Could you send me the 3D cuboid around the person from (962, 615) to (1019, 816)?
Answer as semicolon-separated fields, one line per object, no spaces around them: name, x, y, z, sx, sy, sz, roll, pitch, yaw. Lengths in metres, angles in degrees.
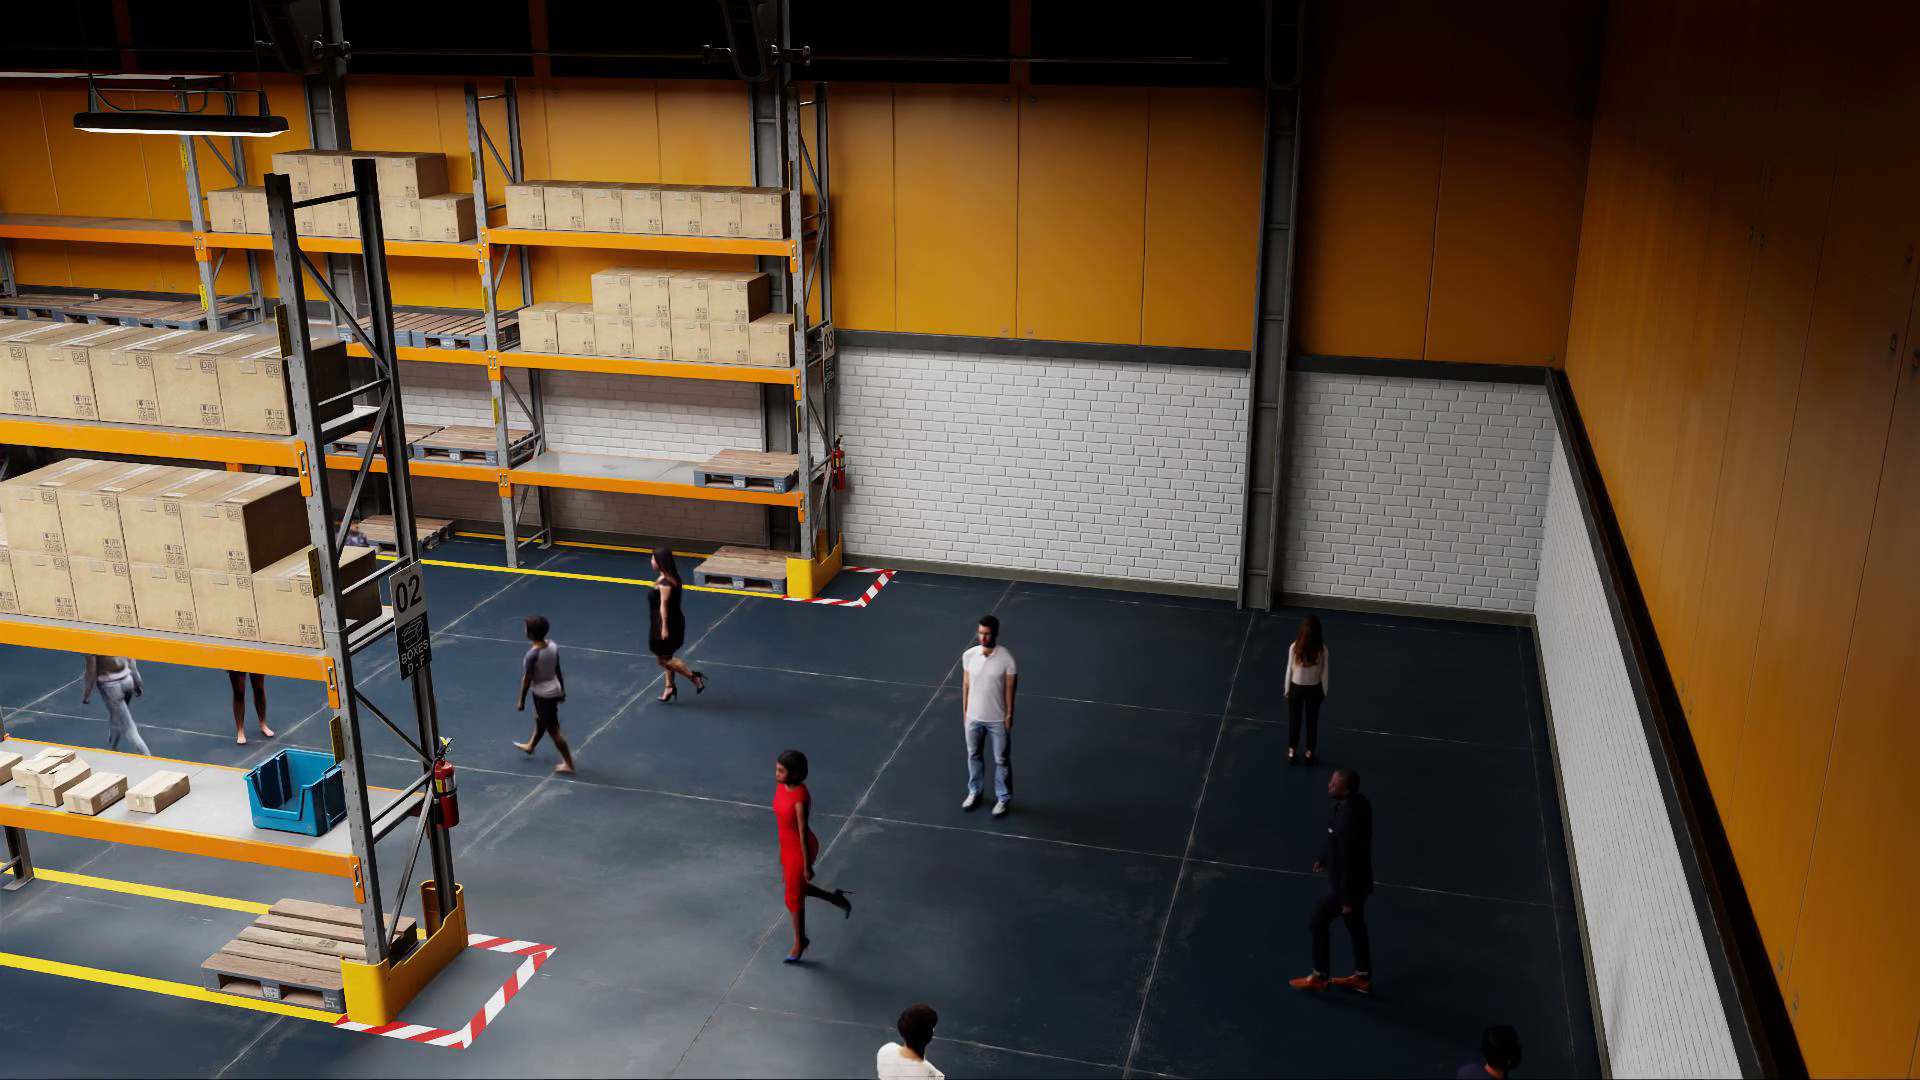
person;0.257;1.537;14.815;0.564;1.861;0.771;9;21;25

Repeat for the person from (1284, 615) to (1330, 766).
person;3.269;1.422;15.751;0.427;1.481;0.622;3;19;9

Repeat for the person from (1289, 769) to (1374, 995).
person;2.894;2.506;12.039;0.867;1.797;0.792;10;21;27

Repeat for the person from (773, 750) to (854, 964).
person;-1.155;2.360;12.575;0.956;1.731;0.906;-12;22;-32

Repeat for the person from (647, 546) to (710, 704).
person;-2.897;0.897;16.965;0.890;1.702;0.770;0;19;1

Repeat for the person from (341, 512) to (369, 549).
person;-7.154;0.253;19.618;0.911;1.229;0.712;15;24;37

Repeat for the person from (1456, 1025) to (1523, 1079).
person;2.883;3.469;9.187;0.746;1.793;0.707;-9;20;-24

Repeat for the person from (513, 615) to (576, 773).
person;-3.815;1.461;15.566;0.991;1.525;0.599;7;20;19

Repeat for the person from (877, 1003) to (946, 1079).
person;-0.334;3.429;9.455;1.067;1.696;0.904;12;22;31
